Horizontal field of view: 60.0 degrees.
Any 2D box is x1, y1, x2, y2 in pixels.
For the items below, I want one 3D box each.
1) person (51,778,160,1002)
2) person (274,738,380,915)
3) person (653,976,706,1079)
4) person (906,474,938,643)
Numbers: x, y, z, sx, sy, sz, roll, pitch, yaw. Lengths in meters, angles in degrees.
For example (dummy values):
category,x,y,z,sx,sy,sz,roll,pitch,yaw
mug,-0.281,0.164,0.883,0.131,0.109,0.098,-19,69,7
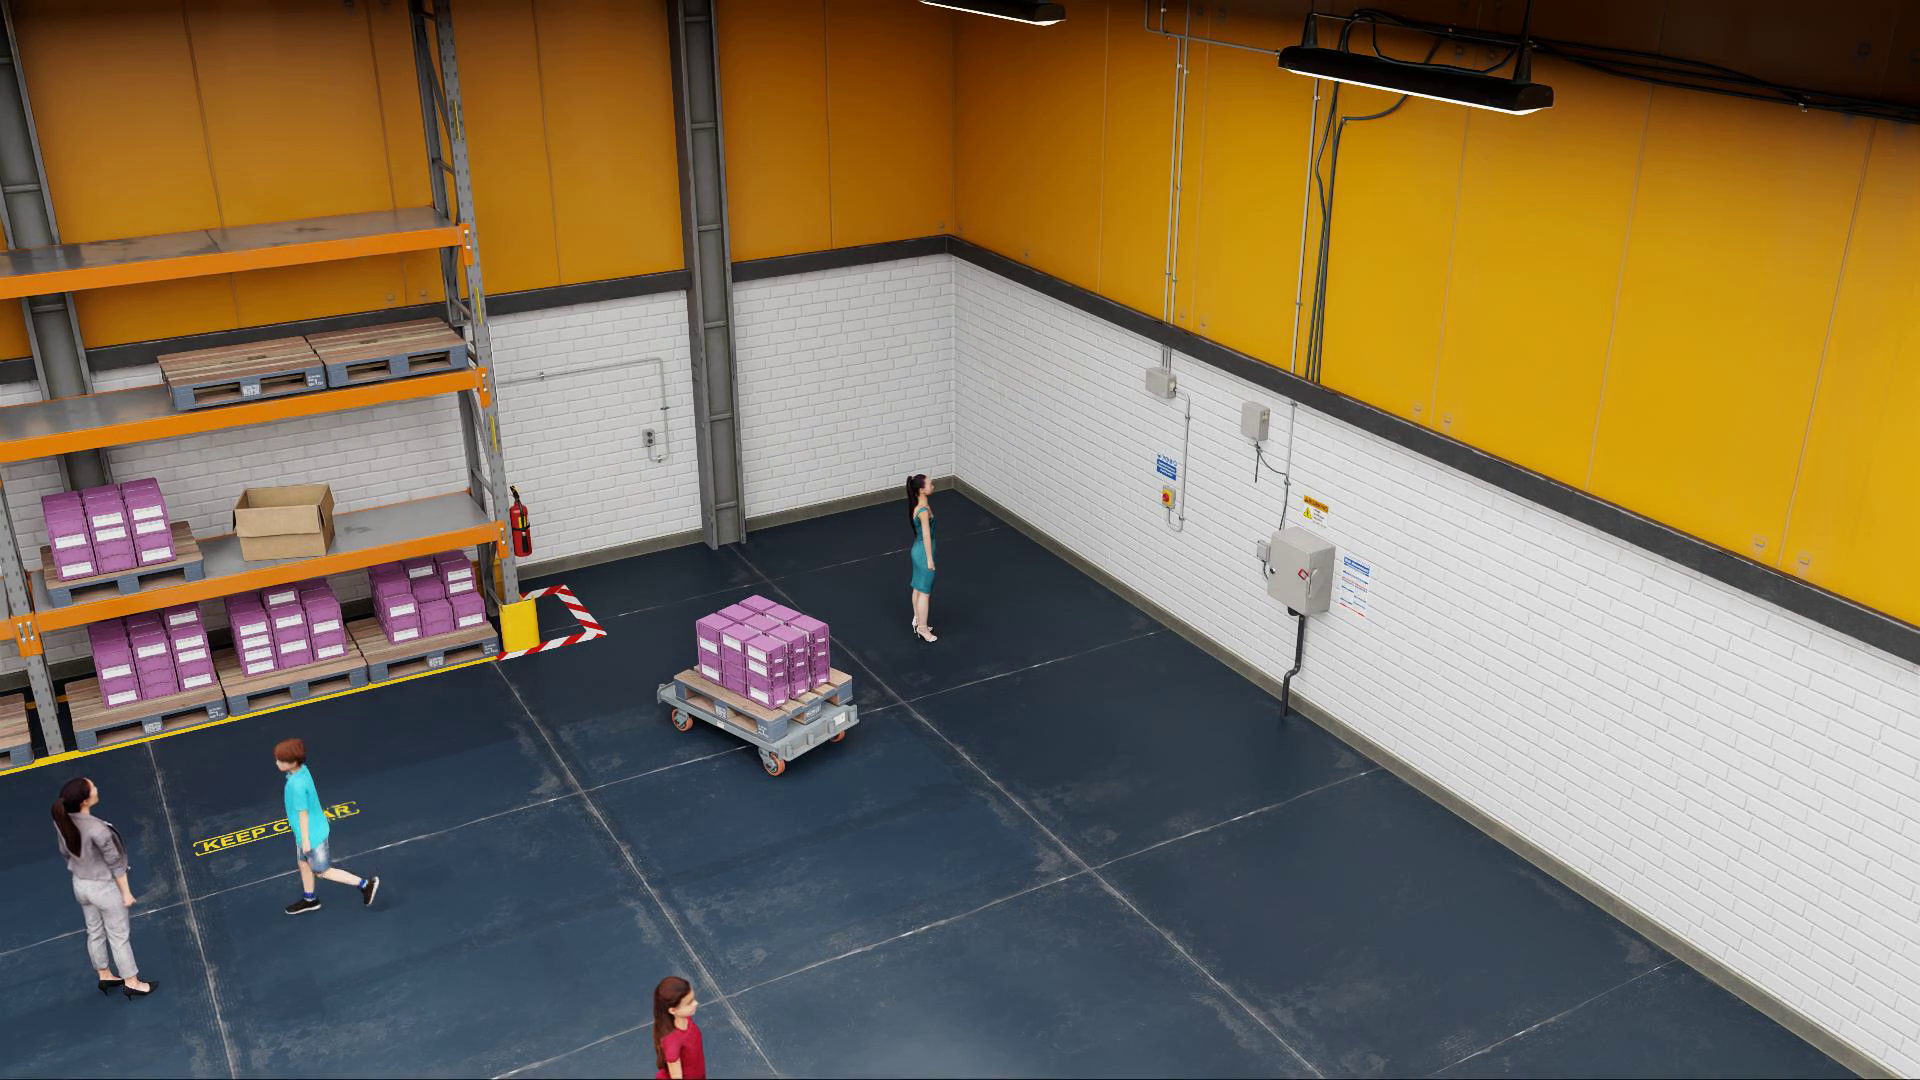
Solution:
category,x,y,z,sx,sy,sz,roll,pitch,yaw
person,-5.696,2.313,11.005,0.728,1.678,0.774,9,25,19
person,-4.573,2.056,11.900,0.916,1.431,0.616,-9,25,-20
person,-1.582,3.102,9.356,0.716,1.553,0.657,-1,24,-3
person,-0.348,0.157,15.926,0.583,1.687,0.609,-5,24,-11
